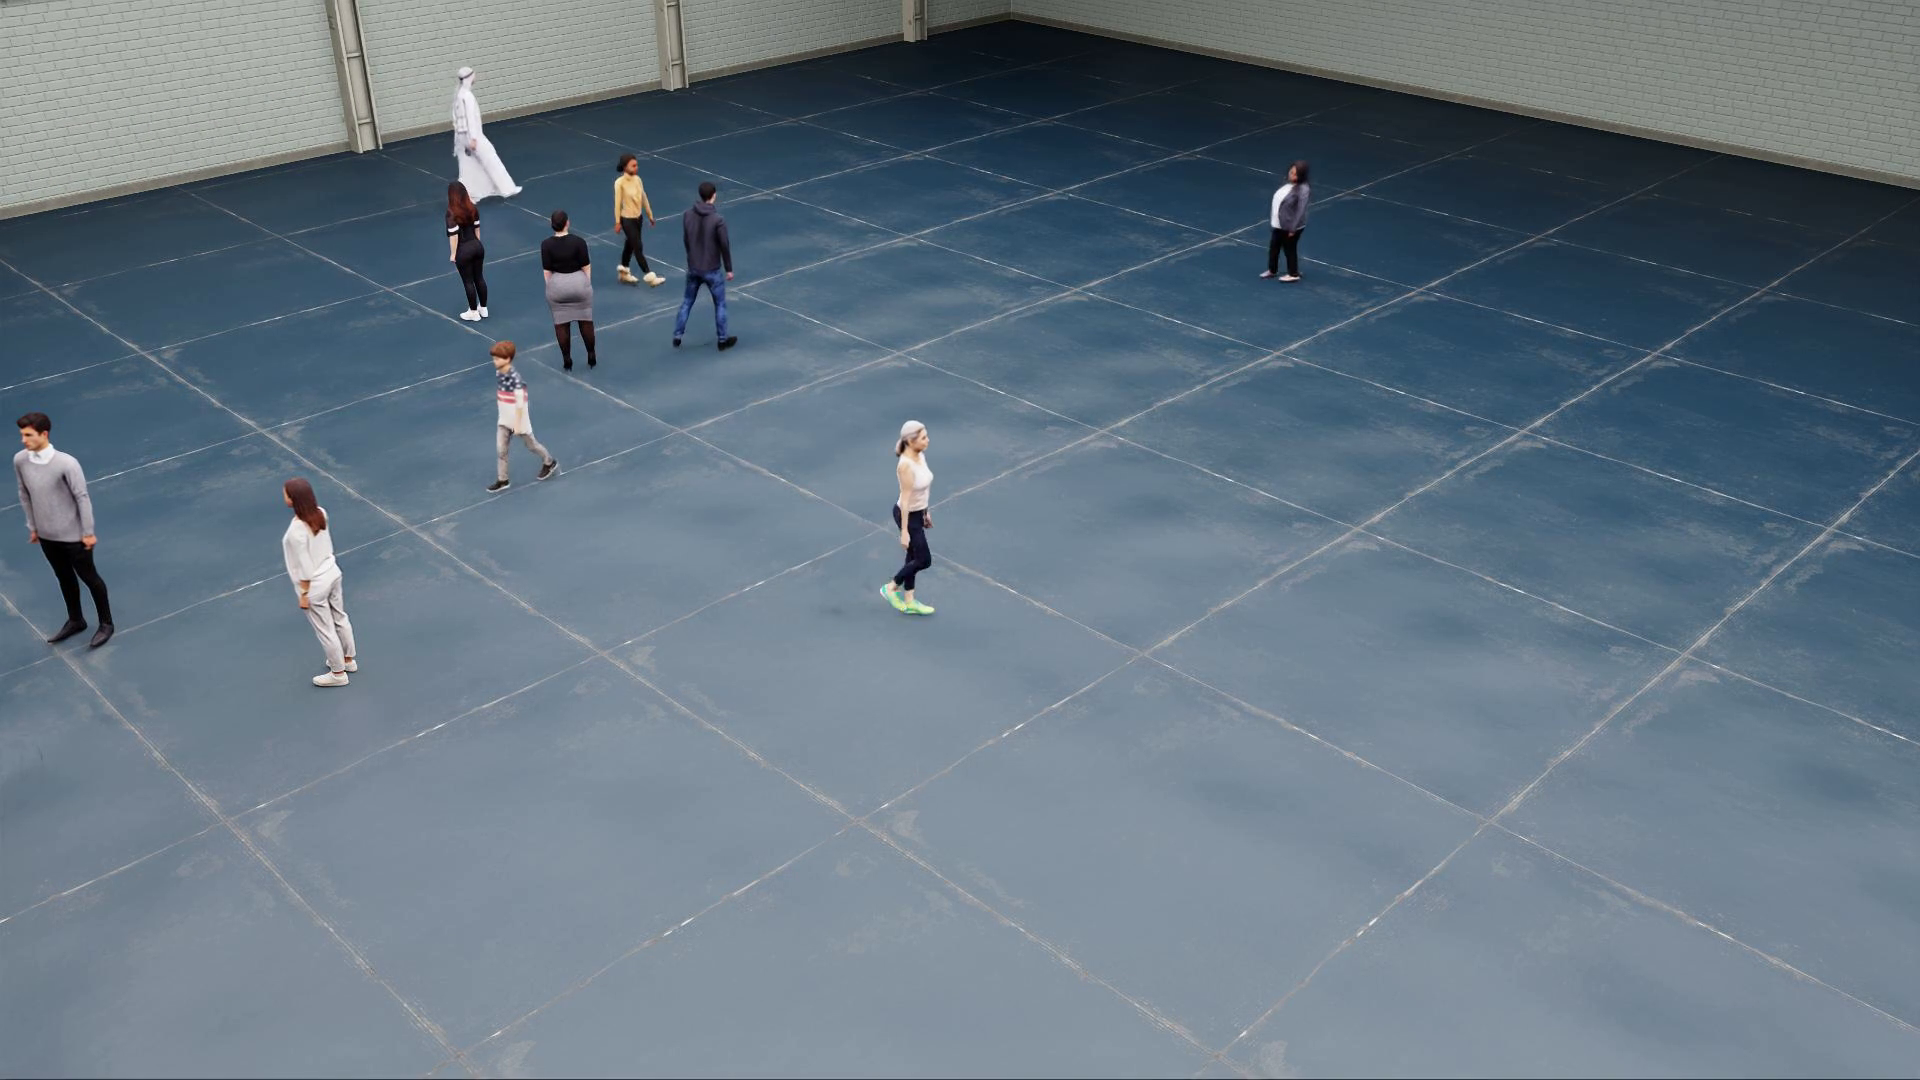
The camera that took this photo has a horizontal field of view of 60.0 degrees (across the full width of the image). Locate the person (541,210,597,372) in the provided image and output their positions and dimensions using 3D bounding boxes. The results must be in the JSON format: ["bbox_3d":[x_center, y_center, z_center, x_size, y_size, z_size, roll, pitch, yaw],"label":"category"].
[{"bbox_3d":[-4.192,-2.672,17.851,0.739,1.757,0.832,-6,29,-12],"label":"person"}]

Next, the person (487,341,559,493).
[{"bbox_3d":[-4.069,-1.161,15.379,0.614,1.412,0.977,19,33,31],"label":"person"}]

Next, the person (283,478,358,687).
[{"bbox_3d":[-4.760,0.304,12.336,0.743,1.688,0.660,3,28,6],"label":"person"}]

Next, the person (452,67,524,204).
[{"bbox_3d":[-6.906,-5.606,23.216,1.221,1.892,0.821,-20,34,-32],"label":"person"}]

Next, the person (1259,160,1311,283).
[{"bbox_3d":[4.060,-3.898,20.356,0.873,1.564,0.849,-5,28,-9],"label":"person"}]

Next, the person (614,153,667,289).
[{"bbox_3d":[-4.068,-3.895,20.281,0.877,1.630,1.059,15,32,26],"label":"person"}]

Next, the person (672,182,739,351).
[{"bbox_3d":[-2.799,-3.006,18.359,1.044,1.868,1.011,9,29,16],"label":"person"}]

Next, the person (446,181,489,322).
[{"bbox_3d":[-5.704,-3.353,19.253,0.712,1.639,0.586,17,32,29],"label":"person"}]

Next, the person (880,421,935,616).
[{"bbox_3d":[-0.474,-0.160,13.200,0.841,1.694,0.773,7,29,12],"label":"person"}]

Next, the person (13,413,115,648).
[{"bbox_3d":[-6.921,-0.102,12.848,0.837,1.923,0.837,6,29,12],"label":"person"}]
